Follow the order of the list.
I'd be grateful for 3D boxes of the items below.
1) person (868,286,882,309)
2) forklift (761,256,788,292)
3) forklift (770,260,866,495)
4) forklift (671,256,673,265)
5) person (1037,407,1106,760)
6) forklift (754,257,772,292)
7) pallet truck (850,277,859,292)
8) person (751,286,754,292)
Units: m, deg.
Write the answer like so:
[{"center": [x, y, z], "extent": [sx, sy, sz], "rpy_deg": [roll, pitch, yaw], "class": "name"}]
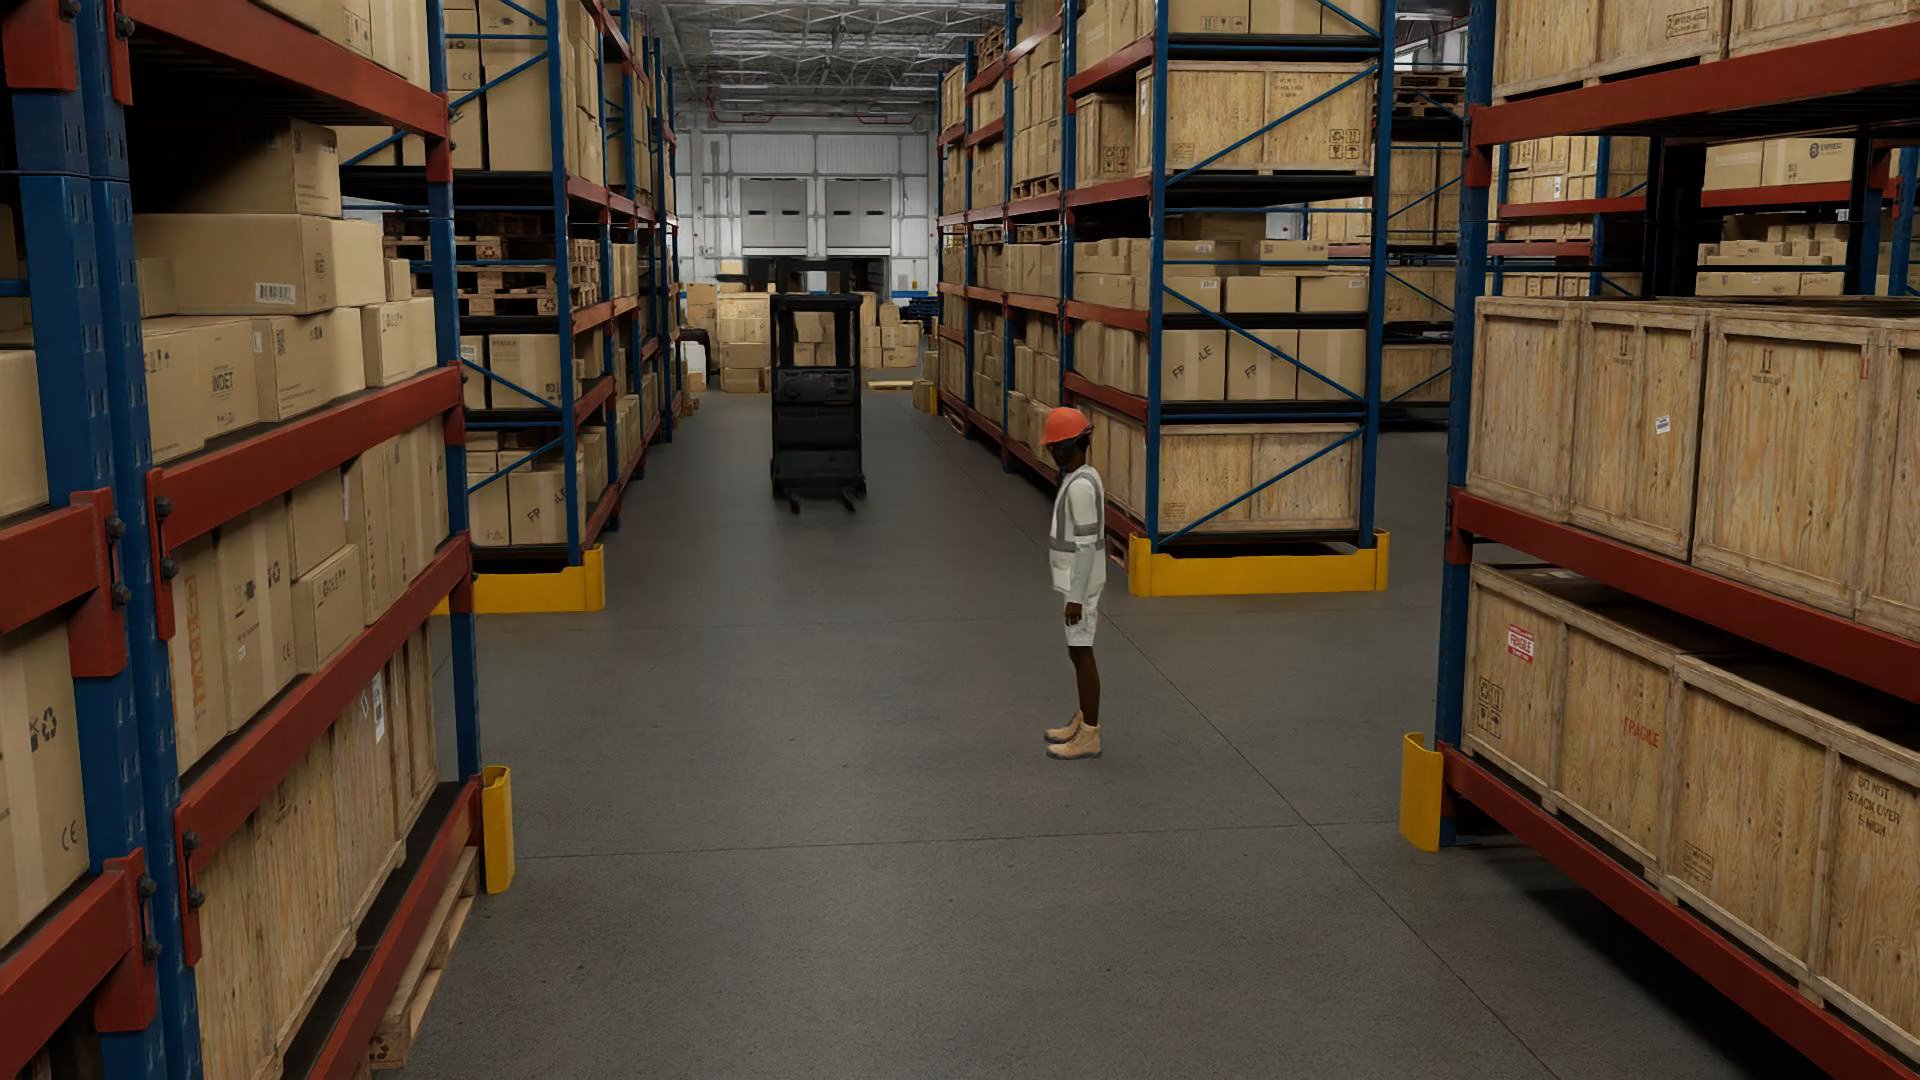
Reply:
[{"center": [-2.720, -7.061, 52.537], "extent": [0.637, 1.910, 0.875], "rpy_deg": [-7, 12, -35], "class": "person"}, {"center": [-6.760, -8.992, 60.913], "extent": [1.129, 2.768, 1.873], "rpy_deg": [-6, 12, -33], "class": "forklift"}, {"center": [-1.798, -2.066, 20.595], "extent": [1.129, 2.768, 1.873], "rpy_deg": [-1, 10, -7], "class": "forklift"}, {"center": [-11.189, -9.344, 62.964], "extent": [1.129, 2.768, 1.873], "rpy_deg": [-1, 10, -7], "class": "forklift"}, {"center": [0.639, 0.251, 9.573], "extent": [0.407, 2.031, 0.610], "rpy_deg": [1, 10, 4], "class": "person"}, {"center": [-4.657, -5.260, 39.190], "extent": [1.873, 2.768, 1.129], "rpy_deg": [-1, 10, -8], "class": "forklift"}, {"center": [-3.782, -9.391, 65.808], "extent": [1.885, 1.965, 0.823], "rpy_deg": [2, 10, 10], "class": "pallet truck"}, {"center": [-6.673, -7.207, 53.442], "extent": [1.014, 1.886, 0.561], "rpy_deg": [-2, 10, -13], "class": "person"}]
